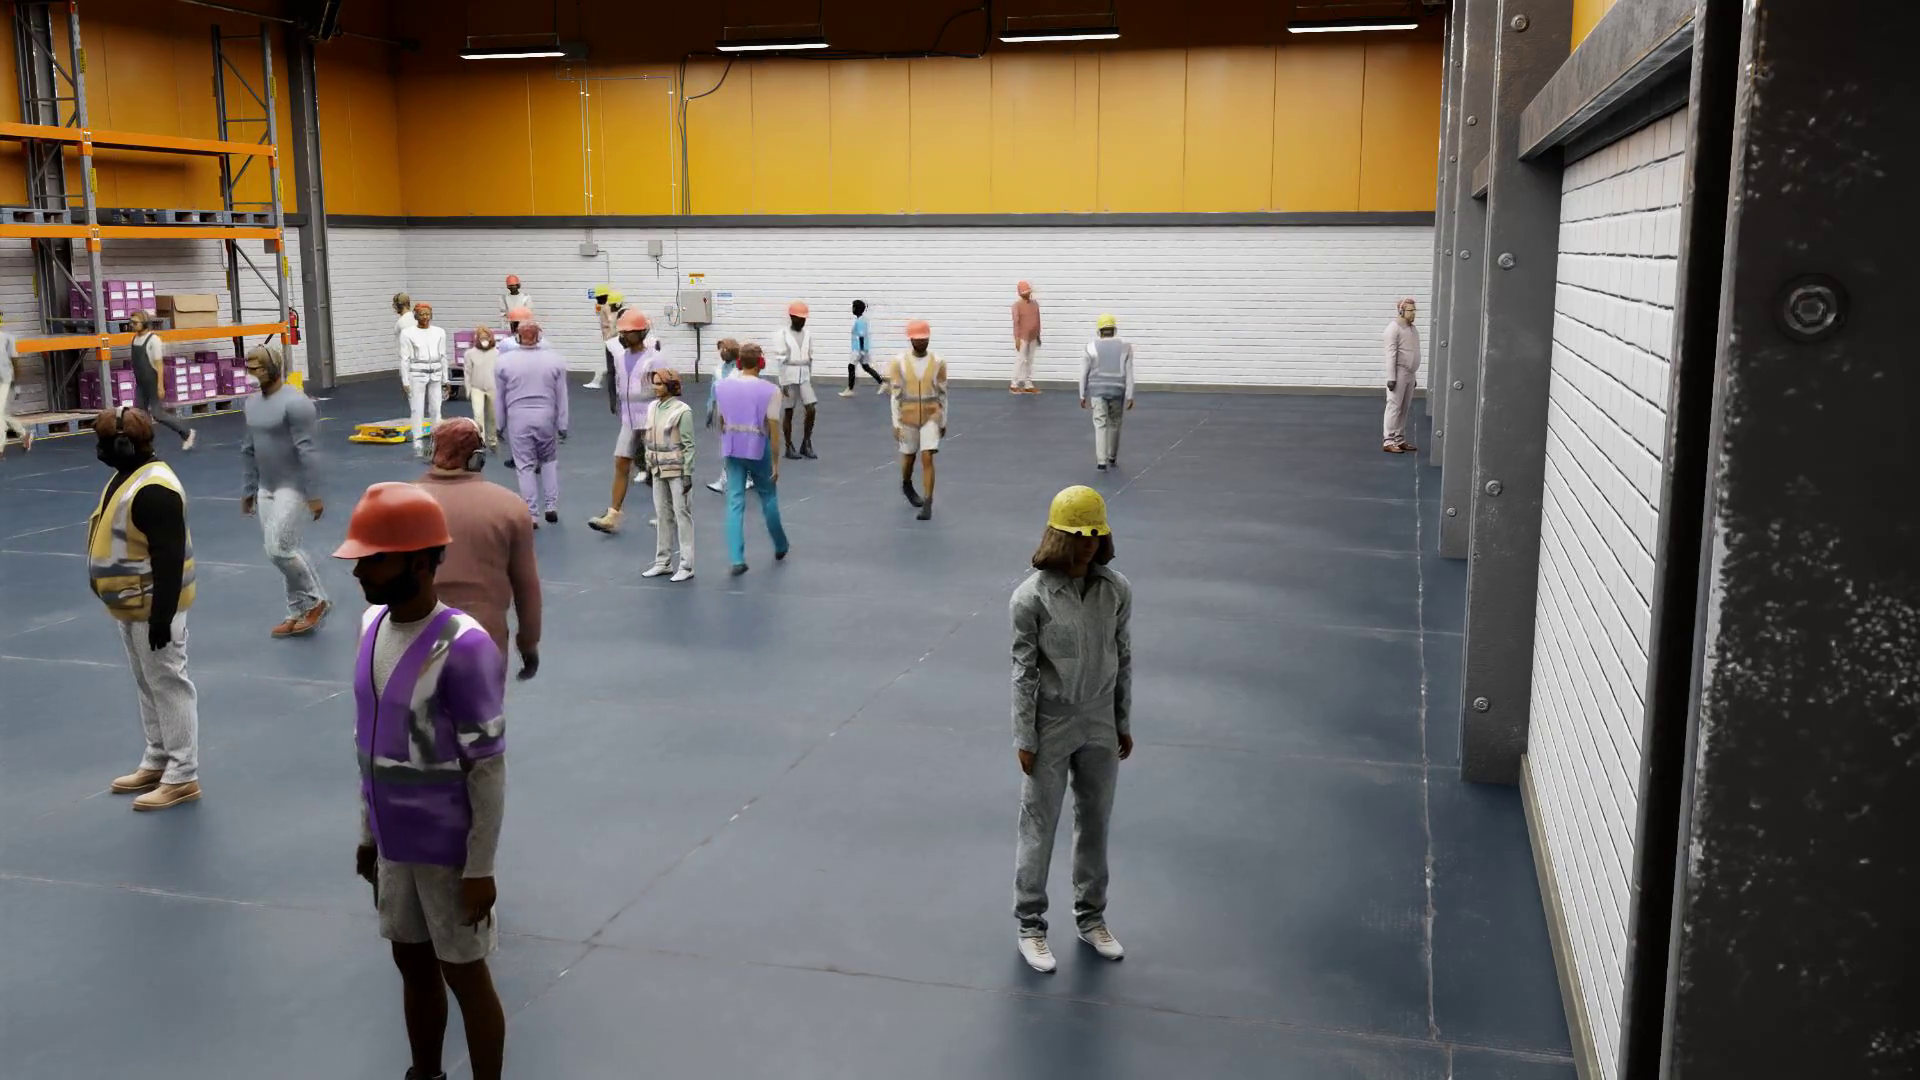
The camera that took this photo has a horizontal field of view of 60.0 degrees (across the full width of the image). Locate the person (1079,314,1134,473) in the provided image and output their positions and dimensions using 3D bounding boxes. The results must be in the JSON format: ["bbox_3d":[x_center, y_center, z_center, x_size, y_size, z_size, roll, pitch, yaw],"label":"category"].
[{"bbox_3d":[1.662,-1.682,19.018,0.601,1.776,0.936,0,10,-2],"label":"person"}]

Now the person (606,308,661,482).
[{"bbox_3d":[-3.503,-1.567,18.042,0.629,1.891,0.450,1,10,4],"label":"person"}]

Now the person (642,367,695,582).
[{"bbox_3d":[-2.218,-0.502,12.725,0.515,1.642,0.314,9,13,41],"label":"person"}]

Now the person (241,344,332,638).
[{"bbox_3d":[-4.416,-0.303,10.785,0.662,1.924,0.441,7,12,35],"label":"person"}]

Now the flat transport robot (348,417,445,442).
[{"bbox_3d":[-7.384,-1.470,22.083,0.652,0.197,1.431,3,11,19],"label":"flat transport robot"}]

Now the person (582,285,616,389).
[{"bbox_3d":[-6.286,-3.668,30.000,1.012,1.879,0.626,-2,10,-10],"label":"person"}]

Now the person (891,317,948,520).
[{"bbox_3d":[-0.387,-1.176,15.812,0.549,1.908,0.836,-1,10,-4],"label":"person"}]

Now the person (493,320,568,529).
[{"bbox_3d":[-3.923,-1.061,15.192,0.649,1.884,0.663,-4,11,-21],"label":"person"}]

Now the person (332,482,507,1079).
[{"bbox_3d":[-1.460,0.801,4.504,0.545,1.939,0.373,8,13,37],"label":"person"}]

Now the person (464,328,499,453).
[{"bbox_3d":[-5.763,-1.795,20.252,0.509,1.563,0.911,-3,11,-19],"label":"person"}]

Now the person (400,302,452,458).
[{"bbox_3d":[-6.497,-1.945,20.224,0.619,1.878,0.360,-9,14,-42],"label":"person"}]

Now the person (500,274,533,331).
[{"bbox_3d":[-8.335,-3.967,31.273,0.612,2.031,0.445,0,10,-2],"label":"person"}]

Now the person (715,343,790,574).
[{"bbox_3d":[-1.636,-0.663,13.222,0.561,1.781,1.003,2,10,9],"label":"person"}]

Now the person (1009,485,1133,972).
[{"bbox_3d":[0.403,0.662,5.875,0.480,1.734,0.333,-5,11,-28],"label":"person"}]

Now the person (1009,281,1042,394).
[{"bbox_3d":[1.131,-3.493,28.793,0.439,1.956,0.660,10,14,43],"label":"person"}]

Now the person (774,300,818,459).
[{"bbox_3d":[-1.936,-1.899,19.863,0.544,1.908,0.608,-7,12,-34],"label":"person"}]

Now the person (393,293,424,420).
[{"bbox_3d":[-7.432,-2.357,22.404,0.370,1.934,0.627,-2,10,-9],"label":"person"}]

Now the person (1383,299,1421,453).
[{"bbox_3d":[5.512,-2.036,20.667,0.404,1.904,0.651,9,13,40],"label":"person"}]

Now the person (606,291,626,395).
[{"bbox_3d":[-5.775,-3.311,28.169,0.631,1.799,0.616,-2,10,-14],"label":"person"}]

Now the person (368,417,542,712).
[{"bbox_3d":[-2.082,0.433,6.873,0.684,1.855,1.024,-1,10,-5],"label":"person"}]

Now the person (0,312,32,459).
[{"bbox_3d":[-11.588,-1.908,20.129,0.524,1.847,0.800,2,10,12],"label":"person"}]

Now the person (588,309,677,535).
[{"bbox_3d":[-2.895,-1.048,14.823,0.630,1.984,1.031,6,12,32],"label":"person"}]

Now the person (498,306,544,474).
[{"bbox_3d":[-4.924,-1.695,18.822,1.010,1.890,0.546,9,13,40],"label":"person"}]

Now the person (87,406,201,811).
[{"bbox_3d":[-3.722,0.305,7.595,0.430,1.841,0.624,-8,13,-38],"label":"person"}]

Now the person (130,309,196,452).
[{"bbox_3d":[-9.710,-1.886,20.075,0.513,1.822,0.749,6,12,29],"label":"person"}]

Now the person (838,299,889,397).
[{"bbox_3d":[-1.631,-3.265,28.299,0.813,1.665,0.531,1,10,6],"label":"person"}]

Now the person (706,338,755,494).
[{"bbox_3d":[-2.368,-1.275,17.186,0.543,1.597,0.838,8,13,38],"label":"person"}]
